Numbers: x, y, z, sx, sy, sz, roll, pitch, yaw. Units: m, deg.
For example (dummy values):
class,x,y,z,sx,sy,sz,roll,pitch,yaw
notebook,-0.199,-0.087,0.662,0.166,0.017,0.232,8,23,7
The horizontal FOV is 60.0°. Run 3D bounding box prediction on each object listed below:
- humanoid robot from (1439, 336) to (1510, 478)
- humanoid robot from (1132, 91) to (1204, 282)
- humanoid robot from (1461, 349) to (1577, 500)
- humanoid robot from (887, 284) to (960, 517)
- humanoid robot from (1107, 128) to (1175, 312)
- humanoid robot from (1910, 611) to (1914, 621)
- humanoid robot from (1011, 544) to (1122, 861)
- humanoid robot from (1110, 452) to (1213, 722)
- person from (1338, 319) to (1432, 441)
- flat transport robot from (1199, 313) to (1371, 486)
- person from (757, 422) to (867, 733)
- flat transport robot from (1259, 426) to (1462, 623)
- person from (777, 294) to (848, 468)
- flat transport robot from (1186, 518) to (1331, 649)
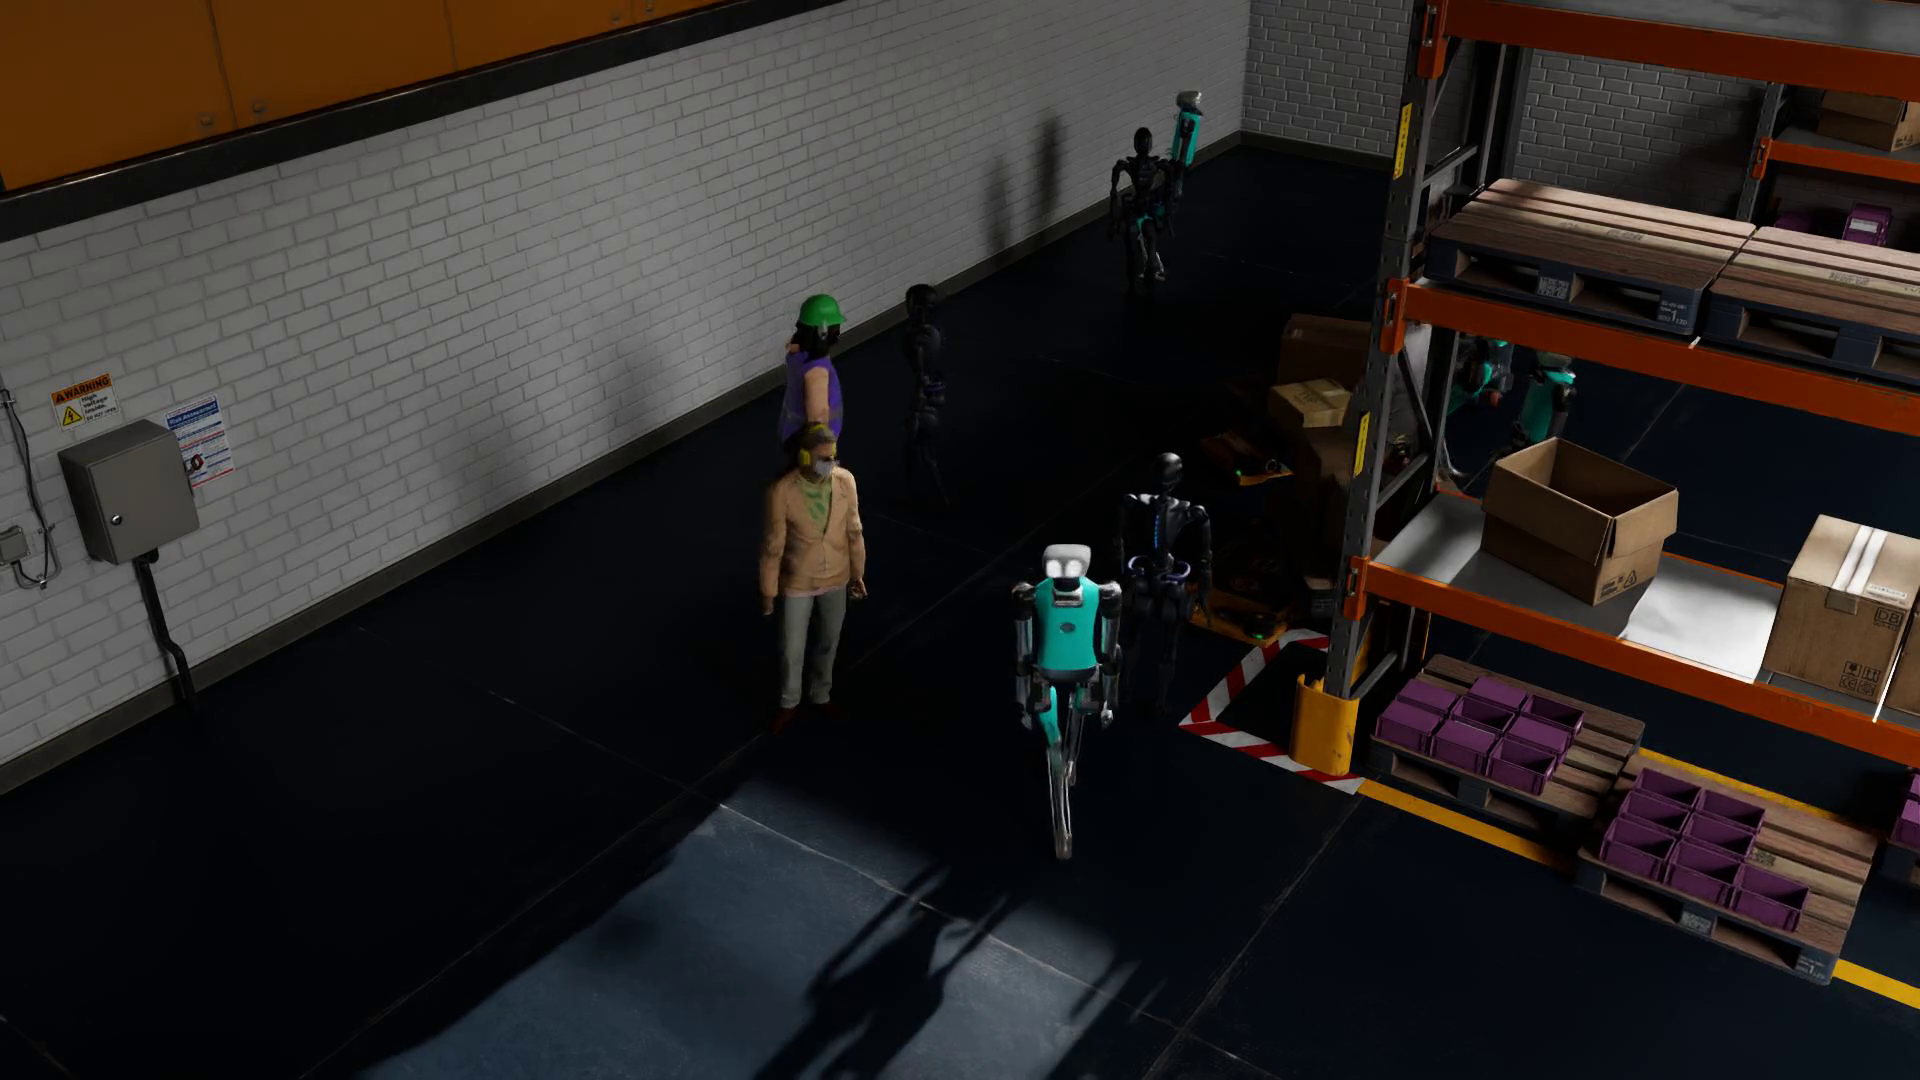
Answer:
class,x,y,z,sx,sy,sz,roll,pitch,yaw
humanoid robot,3.508,-1.199,11.656,0.749,1.787,0.547,18,35,29
humanoid robot,1.789,-3.197,15.126,0.766,1.772,0.539,6,30,10
humanoid robot,3.203,-0.373,10.269,0.909,1.809,0.564,0,30,1
humanoid robot,-0.253,-0.916,11.244,0.499,1.656,0.605,0,30,0
humanoid robot,1.588,-2.813,14.521,0.594,1.632,0.526,0,30,0
humanoid robot,5.623,0.053,9.561,0.731,1.629,0.589,9,31,15
humanoid robot,0.524,0.683,8.425,0.548,1.766,1.029,1,30,1
humanoid robot,1.098,0.265,9.158,0.609,1.649,0.318,10,31,16
person,2.719,-0.750,10.732,0.680,1.864,0.806,-26,39,-38
flat transport robot,2.557,-0.720,12.289,1.431,0.231,0.659,-10,31,-17
person,-0.837,0.205,9.105,0.652,1.860,0.396,-14,33,-23
flat transport robot,2.532,0.248,10.610,1.431,0.231,0.659,-2,30,-4
person,-0.916,-0.625,10.465,0.485,1.918,0.584,-6,31,-10
flat transport robot,1.982,0.218,10.661,0.659,0.231,1.431,19,35,30
